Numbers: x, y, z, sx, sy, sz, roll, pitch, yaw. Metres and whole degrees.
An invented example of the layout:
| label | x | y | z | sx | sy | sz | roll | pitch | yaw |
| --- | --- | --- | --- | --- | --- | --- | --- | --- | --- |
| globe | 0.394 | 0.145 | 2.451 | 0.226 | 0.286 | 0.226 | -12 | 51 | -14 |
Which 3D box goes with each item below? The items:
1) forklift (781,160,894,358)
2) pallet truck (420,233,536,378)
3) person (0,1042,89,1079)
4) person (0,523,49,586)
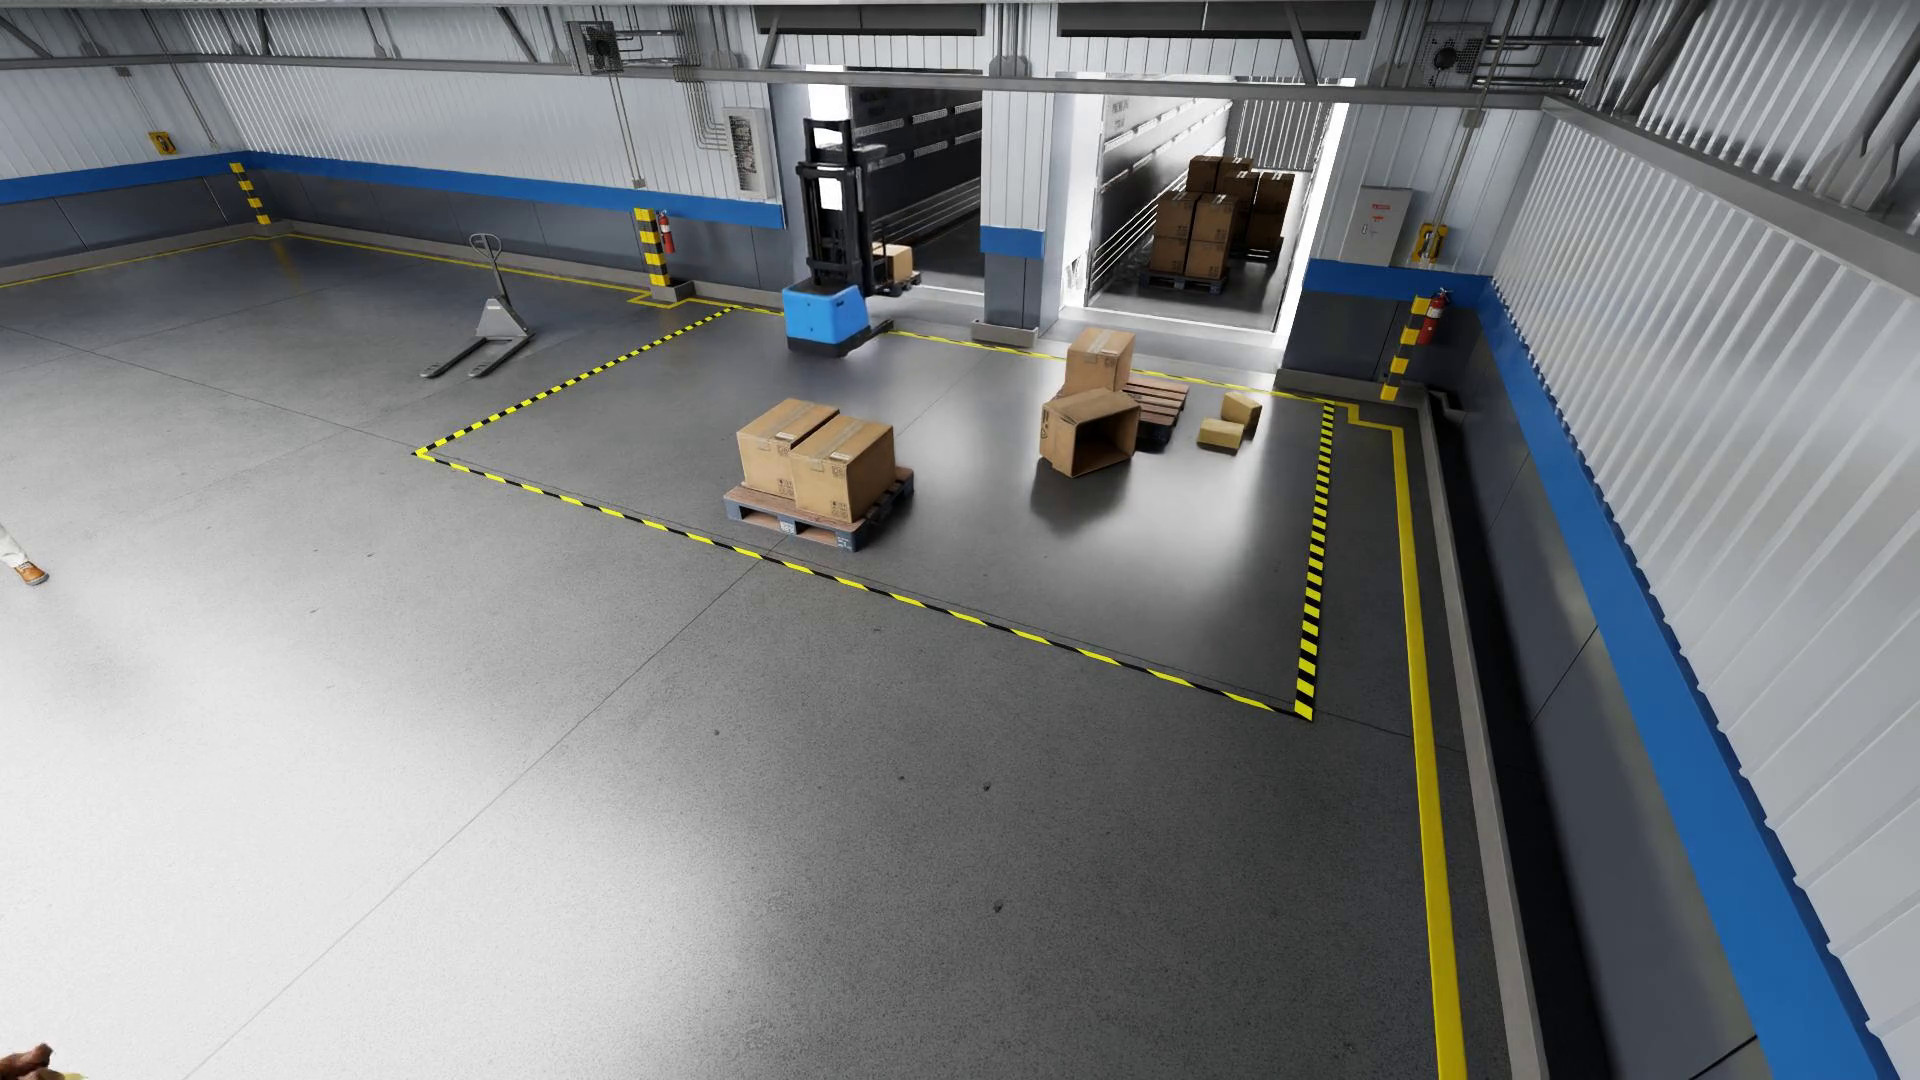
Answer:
| label | x | y | z | sx | sy | sz | roll | pitch | yaw |
| --- | --- | --- | --- | --- | --- | --- | --- | --- | --- |
| forklift | -1.561 | -3.205 | 8.427 | 0.716 | 2.013 | 0.776 | 15 | 38 | 20 |
| pallet truck | -5.664 | -2.712 | 8.427 | 0.680 | 1.201 | 1.601 | 0 | 35 | -1 |
| person | -1.912 | 1.730 | 1.846 | 0.531 | 1.622 | 0.376 | 30 | 45 | 35 |
| person | -6.747 | -0.453 | 4.645 | 0.404 | 1.946 | 0.605 | 24 | 42 | 30 |
